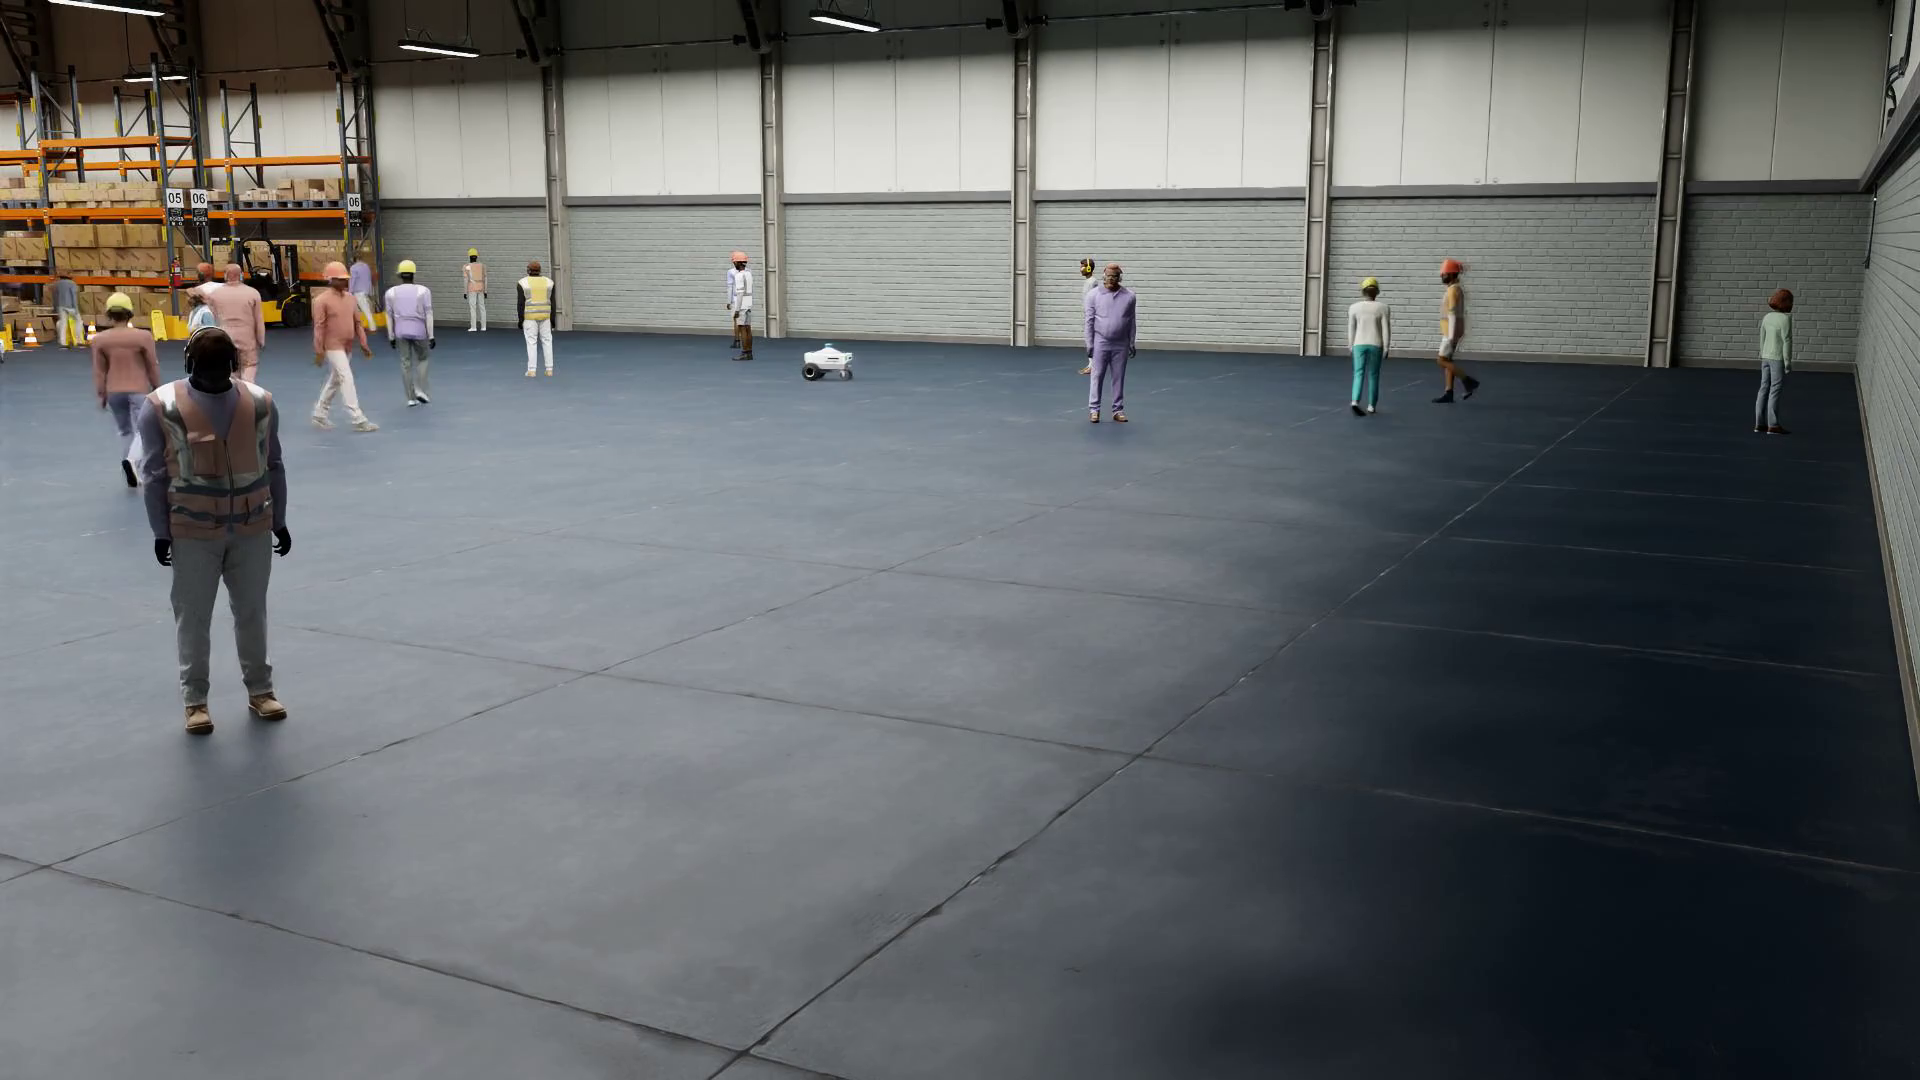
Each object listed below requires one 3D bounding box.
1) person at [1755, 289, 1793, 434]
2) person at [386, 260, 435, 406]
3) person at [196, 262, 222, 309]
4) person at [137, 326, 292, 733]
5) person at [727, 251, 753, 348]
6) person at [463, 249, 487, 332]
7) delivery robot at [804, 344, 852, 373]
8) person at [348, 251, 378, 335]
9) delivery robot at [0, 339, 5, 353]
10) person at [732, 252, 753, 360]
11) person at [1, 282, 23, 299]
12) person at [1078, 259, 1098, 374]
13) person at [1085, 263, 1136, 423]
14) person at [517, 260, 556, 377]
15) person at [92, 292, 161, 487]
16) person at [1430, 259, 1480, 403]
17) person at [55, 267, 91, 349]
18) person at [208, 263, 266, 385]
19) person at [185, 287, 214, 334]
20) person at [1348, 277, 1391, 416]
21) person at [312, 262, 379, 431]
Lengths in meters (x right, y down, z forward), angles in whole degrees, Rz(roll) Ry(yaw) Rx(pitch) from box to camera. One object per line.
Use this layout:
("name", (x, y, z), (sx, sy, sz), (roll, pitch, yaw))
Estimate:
("person", (9.264, -2.021, 18.873), (0.280, 1.633, 0.499), (-1, 10, -7))
("person", (-7.234, -2.728, 21.964), (0.623, 1.907, 0.534), (-1, 10, -5))
("person", (-10.472, -2.952, 23.314), (0.664, 1.867, 0.619), (5, 11, 24))
("person", (-3.374, -0.054, 7.604), (0.621, 1.838, 0.429), (-9, 13, -39))
("person", (-4.396, -4.778, 33.106), (0.543, 1.928, 0.371), (-7, 12, -32))
("person", (-11.317, -5.827, 38.829), (0.587, 1.928, 0.362), (-9, 14, -40))
("delivery robot", (-2.044, -2.802, 25.825), (0.707, 0.478, 0.477), (2, 11, 10))
("person", (-13.593, -5.563, 37.497), (1.003, 1.882, 0.651), (2, 11, 12))
("delivery robot", (-17.148, -3.426, 29.222), (0.707, 0.478, 0.477), (5, 12, 26))
("person", (-3.922, -4.192, 29.883), (0.356, 1.937, 0.552), (3, 11, 14))
("person", (-23.433, -6.296, 41.103), (0.472, 2.025, 0.616), (6, 12, 28))
("person", (2.097, -3.626, 27.015), (0.311, 1.863, 0.509), (0, 10, -2))
("person", (1.819, -2.359, 19.985), (0.643, 1.905, 0.400), (-2, 11, -10))
("person", (-6.748, -3.521, 26.491), (0.633, 1.841, 0.429), (-7, 12, -32))
("person", (-7.346, -1.306, 14.655), (0.535, 1.746, 0.643), (-1, 10, -6))
("person", (6.599, -2.766, 22.138), (0.562, 1.925, 0.545), (4, 11, 22))
("person", (-17.599, -4.589, 32.929), (0.524, 1.602, 0.698), (3, 11, 14))
("person", (-9.157, -2.552, 21.067), (0.650, 1.884, 0.653), (-2, 11, -12))
("person", (-9.206, -2.222, 20.008), (0.760, 1.605, 0.543), (-9, 14, -40))
("person", (5.102, -2.421, 20.791), (0.525, 1.728, 0.798), (3, 11, 18))
("person", (-7.167, -2.230, 19.187), (1.000, 1.949, 0.613), (3, 11, 16))
